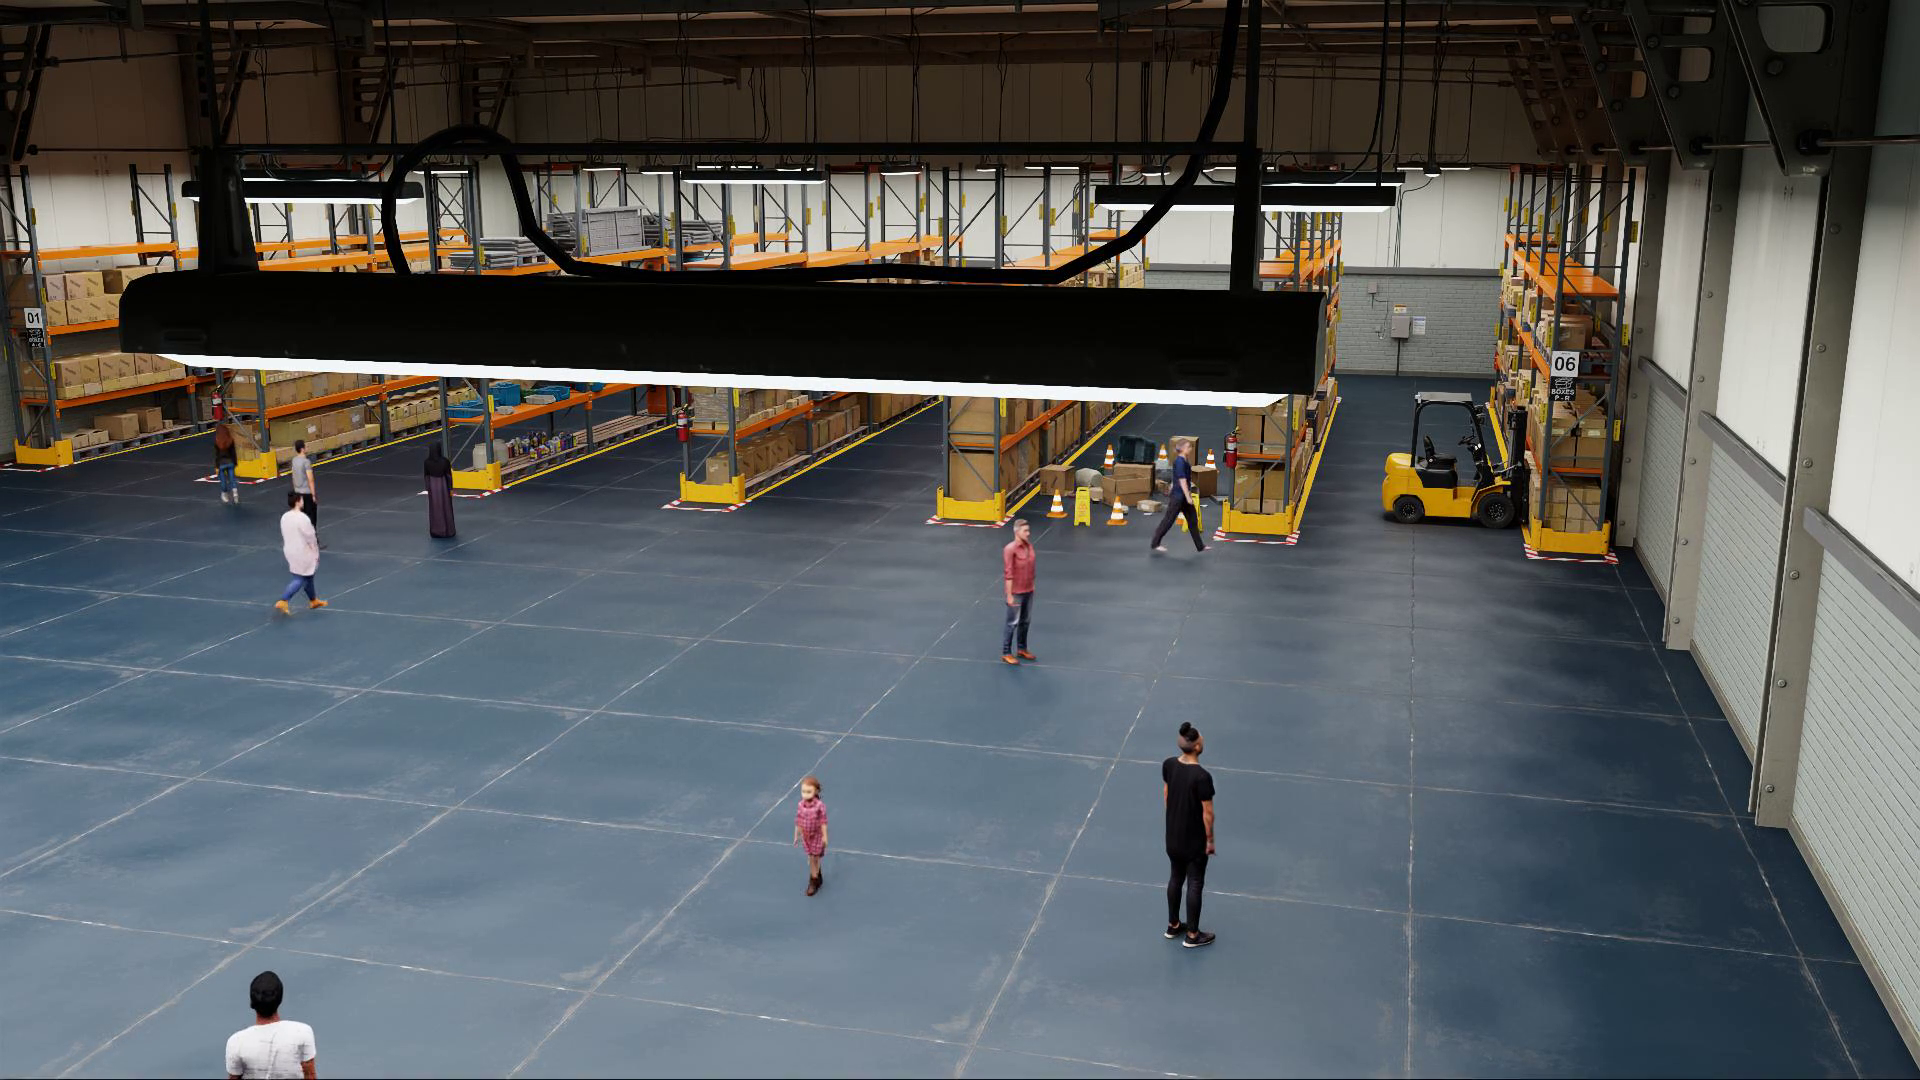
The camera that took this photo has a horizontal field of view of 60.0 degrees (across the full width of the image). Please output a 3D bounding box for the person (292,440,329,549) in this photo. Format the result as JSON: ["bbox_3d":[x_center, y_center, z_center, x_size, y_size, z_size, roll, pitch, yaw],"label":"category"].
[{"bbox_3d":[-10.538,-0.743,26.763,0.684,1.753,0.654,9,16,33],"label":"person"}]

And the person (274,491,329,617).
[{"bbox_3d":[-9.097,0.207,22.752,0.936,1.713,1.198,10,16,36],"label":"person"}]

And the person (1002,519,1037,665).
[{"bbox_3d":[0.731,0.618,20.718,0.817,1.829,0.673,11,17,40],"label":"person"}]

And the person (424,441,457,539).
[{"bbox_3d":[-8.629,-0.851,27.535,0.679,1.615,0.689,-1,13,-4],"label":"person"}]

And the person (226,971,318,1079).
[{"bbox_3d":[-3.851,3.315,9.361,1.075,1.699,1.142,-7,15,-28],"label":"person"}]

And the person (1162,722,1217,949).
[{"bbox_3d":[1.824,2.320,13.291,0.799,1.863,0.771,-10,16,-36],"label":"person"}]

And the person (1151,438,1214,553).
[{"bbox_3d":[3.387,-0.658,26.255,0.838,1.817,1.184,5,14,22],"label":"person"}]

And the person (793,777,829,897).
[{"bbox_3d":[-1.249,2.515,14.341,0.450,1.010,0.569,5,14,20],"label":"person"}]

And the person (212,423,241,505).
[{"bbox_3d":[-13.263,-1.361,30.080,0.959,1.461,0.957,-10,16,-36],"label":"person"}]
